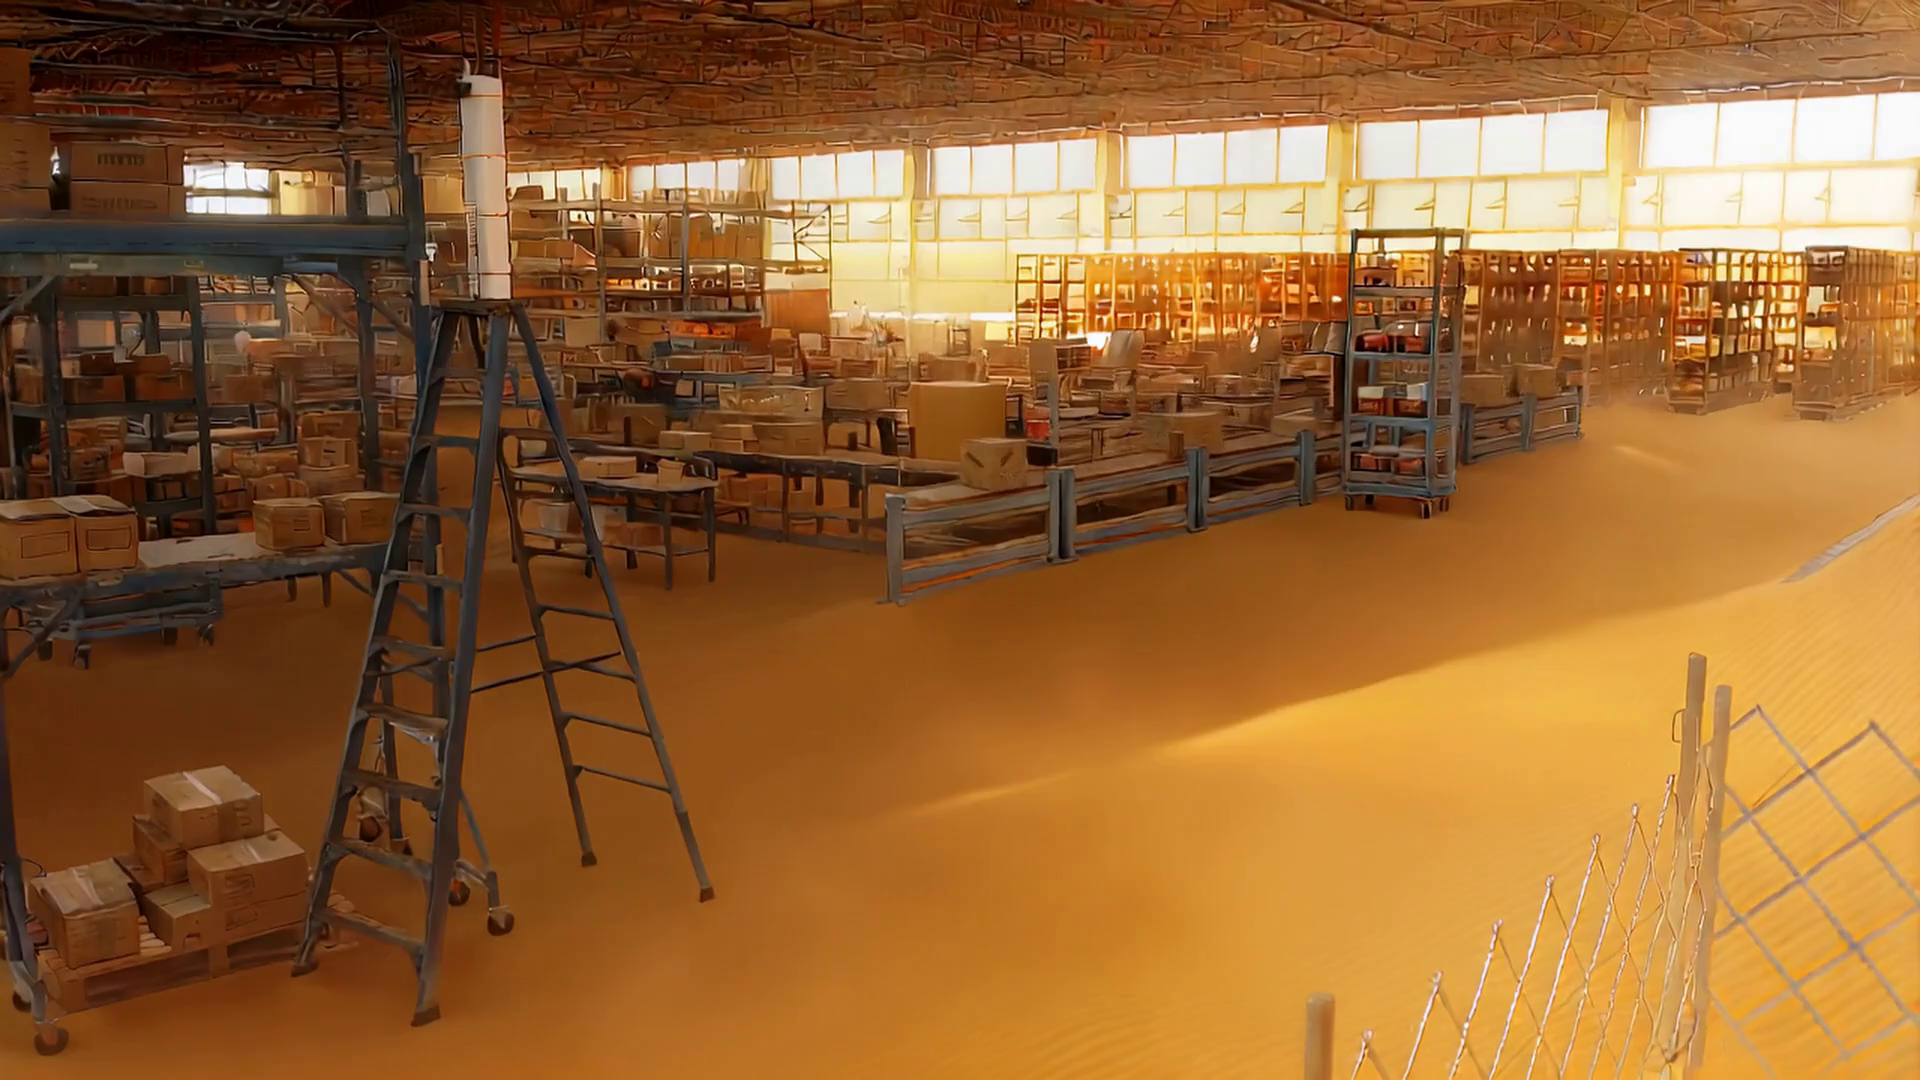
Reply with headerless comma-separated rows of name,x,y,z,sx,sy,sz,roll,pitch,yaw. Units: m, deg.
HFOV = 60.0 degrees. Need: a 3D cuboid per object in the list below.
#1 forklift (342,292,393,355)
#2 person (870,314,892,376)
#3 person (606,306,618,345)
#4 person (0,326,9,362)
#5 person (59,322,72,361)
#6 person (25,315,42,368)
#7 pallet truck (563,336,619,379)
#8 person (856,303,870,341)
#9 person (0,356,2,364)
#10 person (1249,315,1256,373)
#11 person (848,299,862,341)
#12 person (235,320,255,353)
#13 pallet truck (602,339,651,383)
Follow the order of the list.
forklift,-16.485,-5.622,45.120,1.129,2.768,1.873,7,11,37
person,-2.164,-5.221,45.546,0.602,1.938,0.401,-3,10,-18
person,-11.975,-7.126,57.459,0.376,1.932,0.543,4,10,21
person,-28.159,-5.695,48.796,1.011,1.842,0.664,3,9,16
person,-26.513,-5.663,49.372,0.554,1.598,0.744,6,11,32
person,-26.704,-5.555,47.928,0.401,1.860,0.672,-1,9,-8
pallet truck,-10.690,-5.294,48.215,1.601,1.201,0.680,-5,10,-26
person,-4.071,-8.971,69.413,0.970,1.788,0.645,2,9,12
person,-29.698,-6.163,51.568,0.662,1.896,0.490,5,10,30
person,8.964,-5.918,50.240,0.404,1.829,0.591,-6,11,-31
person,-4.421,-9.247,70.598,0.651,1.953,0.974,0,9,-3
person,-18.840,-4.878,43.780,0.600,1.814,0.688,7,12,39
pallet truck,-8.991,-4.871,45.351,0.653,1.274,1.630,7,11,37
